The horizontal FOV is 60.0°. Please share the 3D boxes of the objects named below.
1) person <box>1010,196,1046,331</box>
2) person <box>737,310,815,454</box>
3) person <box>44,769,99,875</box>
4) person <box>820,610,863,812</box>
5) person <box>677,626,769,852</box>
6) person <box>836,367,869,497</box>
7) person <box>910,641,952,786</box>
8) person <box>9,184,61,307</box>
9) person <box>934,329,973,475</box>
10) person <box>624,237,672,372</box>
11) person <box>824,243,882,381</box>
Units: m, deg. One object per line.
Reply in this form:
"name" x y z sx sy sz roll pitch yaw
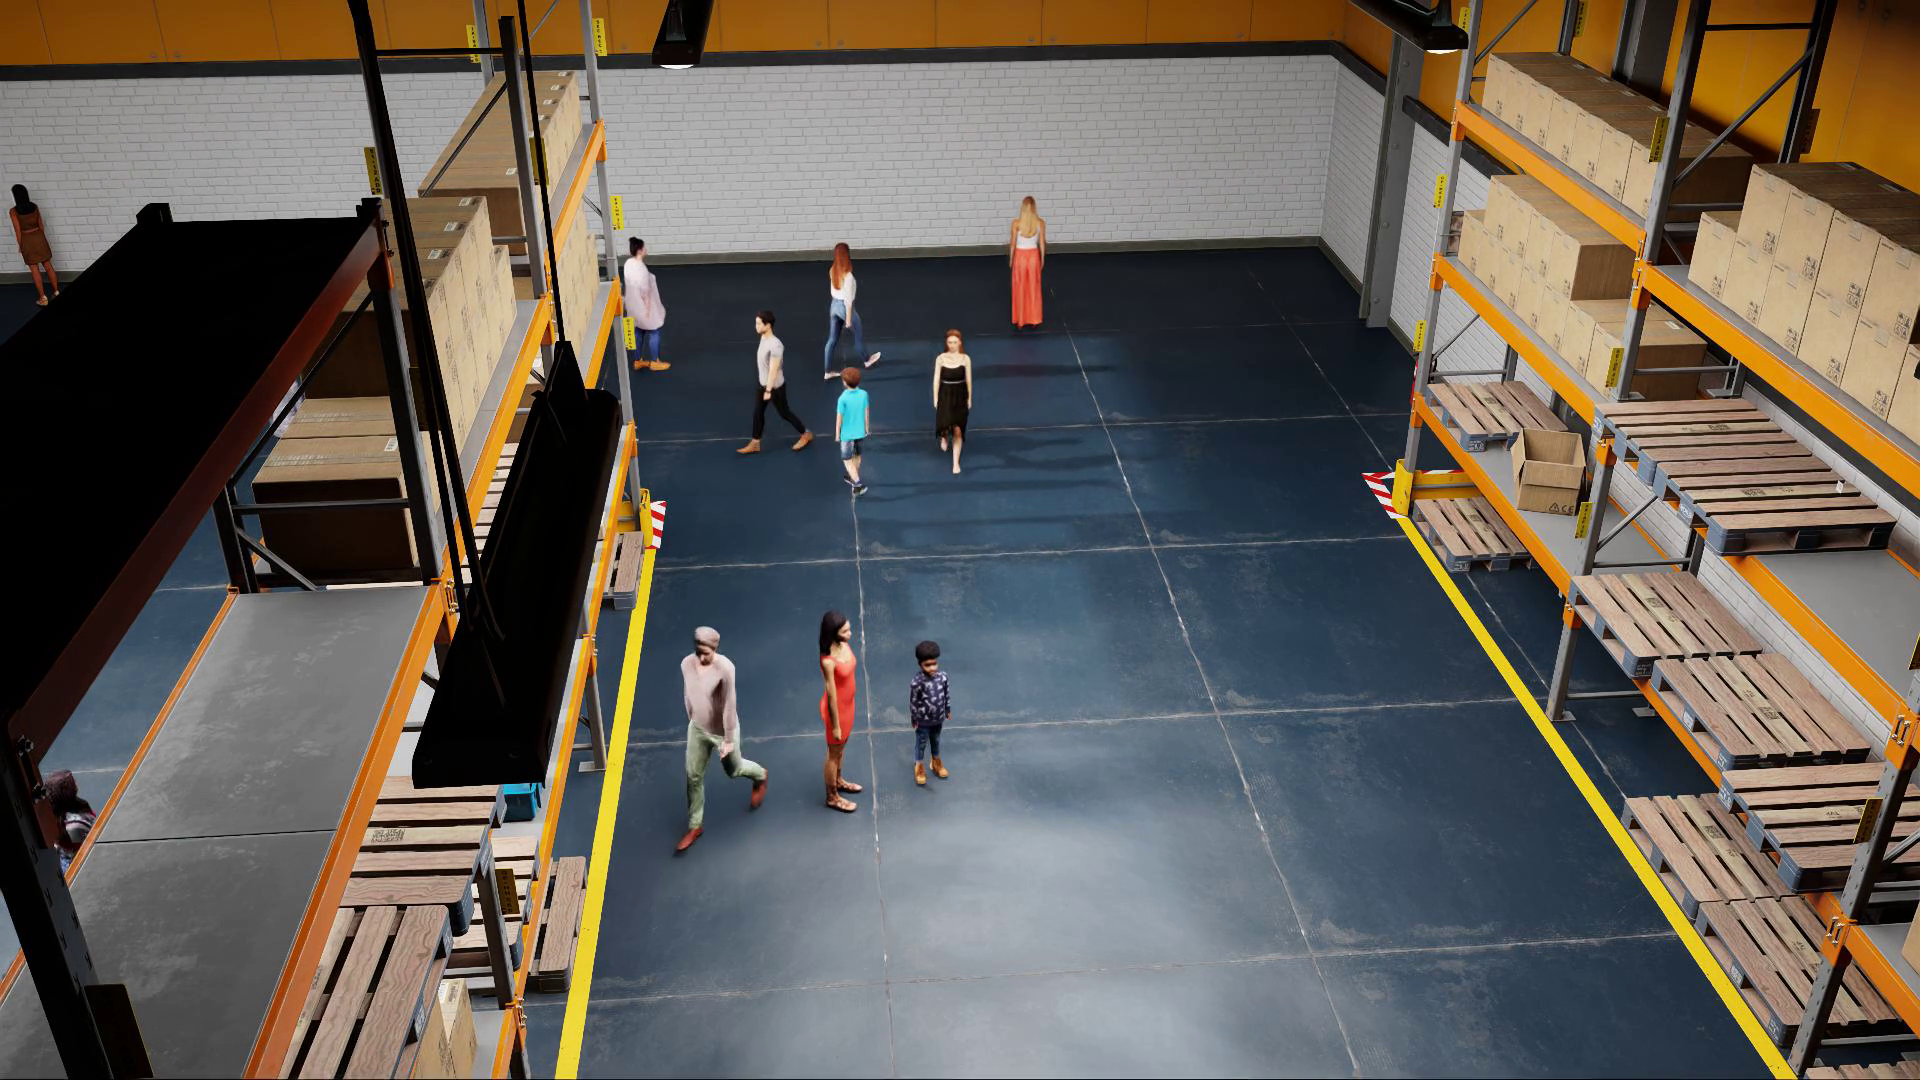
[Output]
"person" 0.869 -3.646 21.907 0.609 1.802 0.585 -2 29 -3
"person" -2.006 -1.746 18.544 0.959 1.688 1.135 -14 32 -24
"person" -5.968 2.283 11.248 0.689 1.601 0.698 6 29 11
"person" -0.952 1.306 12.916 0.696 1.719 0.520 4 29 7
"person" -1.795 1.405 12.614 1.038 1.835 1.284 12 31 22
"person" -1.119 -1.143 17.699 0.761 1.438 0.902 -18 34 -30
"person" -0.243 1.365 13.298 0.560 1.250 0.572 -14 31 -23
"person" -12.678 -4.047 22.759 0.699 1.690 0.608 15 32 25
"person" -0.074 -1.570 18.300 0.579 1.612 0.834 -2 29 -3
"person" -4.006 -2.910 20.629 0.879 1.734 0.793 -20 34 -32
"person" -1.504 -2.768 20.411 1.097 1.694 1.089 -25 37 -38
